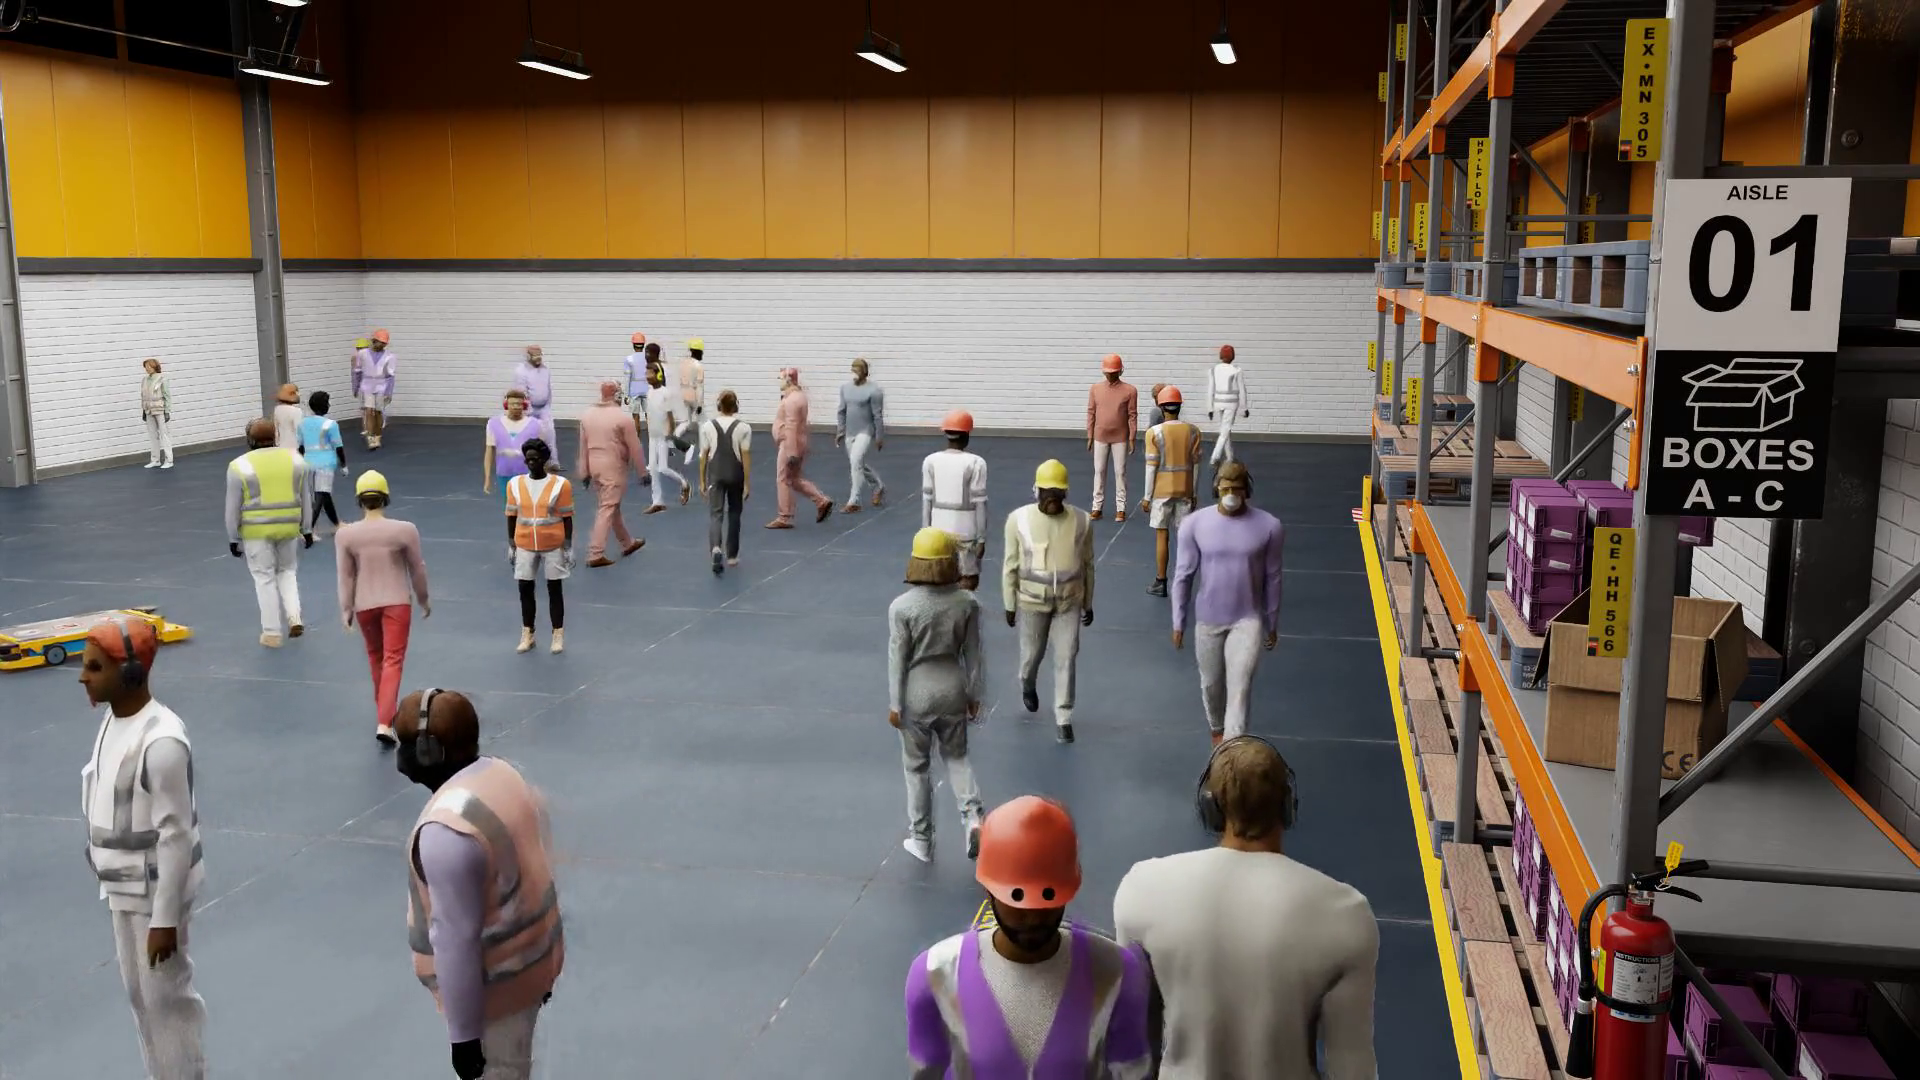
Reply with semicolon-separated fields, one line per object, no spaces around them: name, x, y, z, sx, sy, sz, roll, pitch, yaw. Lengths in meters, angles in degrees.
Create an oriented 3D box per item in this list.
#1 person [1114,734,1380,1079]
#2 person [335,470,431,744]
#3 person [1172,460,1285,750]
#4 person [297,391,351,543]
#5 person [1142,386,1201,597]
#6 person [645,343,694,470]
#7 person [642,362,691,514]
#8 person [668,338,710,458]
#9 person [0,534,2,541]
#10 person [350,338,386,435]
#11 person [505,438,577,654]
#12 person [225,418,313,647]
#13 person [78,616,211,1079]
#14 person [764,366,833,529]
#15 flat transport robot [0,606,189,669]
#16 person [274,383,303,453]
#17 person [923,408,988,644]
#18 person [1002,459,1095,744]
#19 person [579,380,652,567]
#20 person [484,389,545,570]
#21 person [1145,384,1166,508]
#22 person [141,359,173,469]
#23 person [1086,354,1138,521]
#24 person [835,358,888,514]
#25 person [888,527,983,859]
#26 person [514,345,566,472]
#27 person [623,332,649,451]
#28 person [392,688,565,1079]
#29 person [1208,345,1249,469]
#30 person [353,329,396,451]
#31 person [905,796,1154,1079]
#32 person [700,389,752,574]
person;0.686;1.418;4.036;0.639;1.915;0.491;2;10;14
person;-3.708;0.423;10.649;0.524;1.731;0.899;-1;9;-5
person;1.593;0.456;9.906;0.643;1.904;0.959;2;10;10
person;-7.003;-0.811;18.273;0.549;1.644;0.890;4;10;23
person;1.919;-0.440;15.206;0.543;1.927;0.375;-3;10;-17
person;-4.341;-1.961;24.517;0.701;1.888;0.592;-3;10;-17
person;-3.608;-1.255;20.317;0.524;1.861;0.585;8;12;40
person;-4.215;-2.201;25.913;0.589;1.900;0.813;8;12;40
person;-10.645;-0.846;17.923;0.559;1.827;0.947;-8;12;-39
person;-10.570;-2.754;29.701;0.541;1.739;0.599;2;10;10
person;-3.257;0.048;12.974;0.580;1.695;0.322;0;9;0
person;-5.478;-0.056;13.186;0.656;1.829;0.451;-9;13;-43
person;-2.735;1.180;5.584;0.345;1.881;0.579;-9;13;-43
person;-1.877;-1.057;19.055;0.686;1.886;0.646;1;9;3
flat transport robot;-6.897;0.751;13.010;0.652;0.197;1.431;7;12;37
person;-8.097;-1.079;20.007;0.503;1.615;0.640;6;11;34
person;-0.057;-0.065;12.984;0.554;1.920;0.653;4;10;24
person;0.570;0.358;10.783;0.602;1.811;0.752;-1;9;-4
person;-3.490;-0.689;16.908;0.661;1.861;0.973;6;11;34
person;-4.486;-0.643;16.846;0.576;1.797;0.993;-1;9;-4
person;2.410;-1.118;20.303;0.622;1.595;0.552;8;12;41
person;-11.942;-1.873;24.715;0.525;1.636;0.307;4;10;21
person;1.785;-1.207;19.653;0.608;1.986;0.389;3;10;17
person;-1.177;-1.301;20.469;0.631;1.907;0.915;8;12;39
person;-0.113;0.799;8.355;0.488;1.731;0.531;-4;10;-23
person;-6.102;-1.888;24.095;0.846;1.869;0.656;9;13;43
person;-5.170;-2.381;26.867;0.550;1.935;0.376;-5;10;-26
person;-1.291;1.325;4.948;0.771;1.810;0.649;0;9;0
person;3.941;-1.978;24.720;0.573;1.849;0.958;9;13;44
person;-9.513;-2.426;27.020;0.695;1.973;0.935;-3;10;-16
person;0.156;1.467;3.807;0.556;1.910;0.888;0;9;-2
person;-2.316;-0.579;16.416;0.522;1.816;0.874;0;9;0
